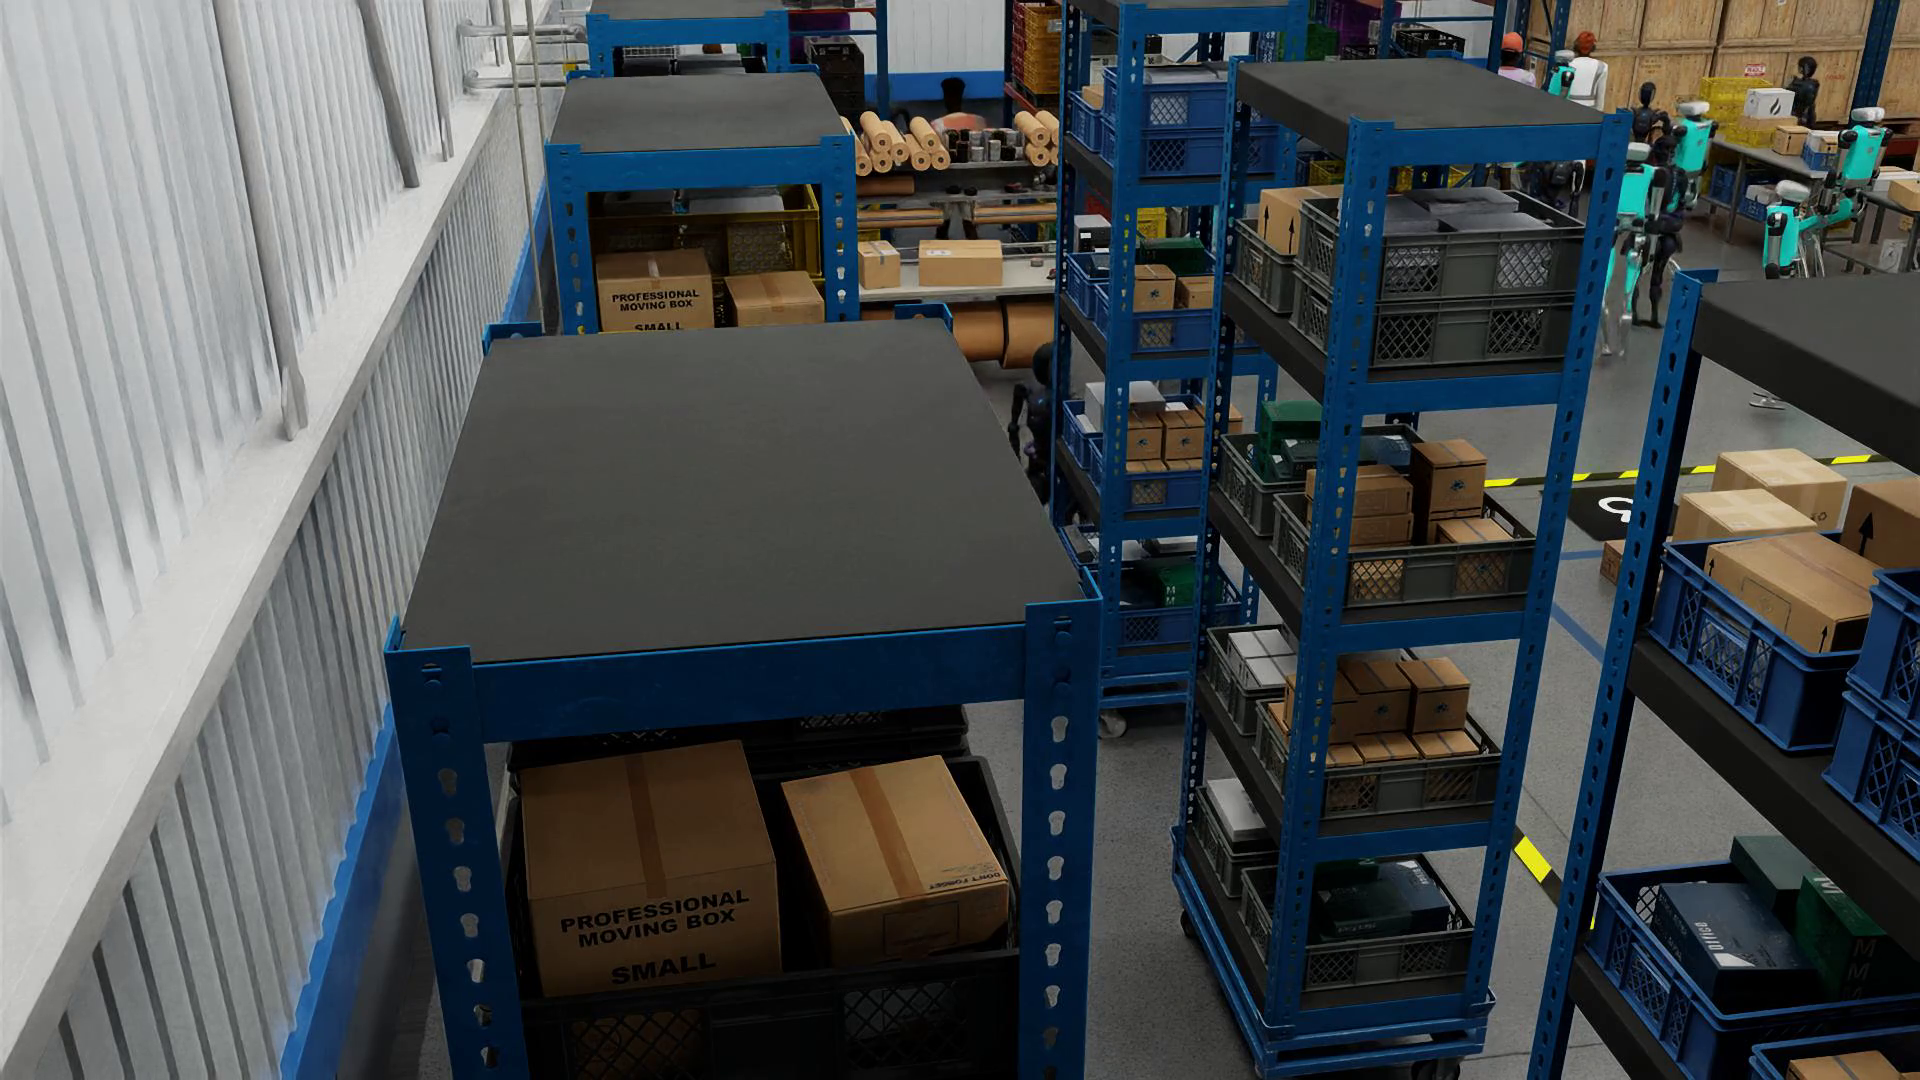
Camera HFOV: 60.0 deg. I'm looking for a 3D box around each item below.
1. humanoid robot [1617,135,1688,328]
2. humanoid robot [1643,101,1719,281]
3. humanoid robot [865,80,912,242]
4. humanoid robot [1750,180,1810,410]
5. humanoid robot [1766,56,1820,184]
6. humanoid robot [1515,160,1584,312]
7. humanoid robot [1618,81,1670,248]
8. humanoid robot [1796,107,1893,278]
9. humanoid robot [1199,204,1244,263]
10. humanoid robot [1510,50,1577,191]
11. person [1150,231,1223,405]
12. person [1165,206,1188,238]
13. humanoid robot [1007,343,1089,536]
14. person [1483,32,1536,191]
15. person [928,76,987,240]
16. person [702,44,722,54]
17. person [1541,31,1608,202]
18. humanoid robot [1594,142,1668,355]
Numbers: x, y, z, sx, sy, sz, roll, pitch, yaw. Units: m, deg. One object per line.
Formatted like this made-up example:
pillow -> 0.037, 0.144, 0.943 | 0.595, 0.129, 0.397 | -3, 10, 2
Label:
humanoid robot -> 6.035, -2.661, 14.405 | 0.609, 1.630, 0.419 | -9, 26, -19
humanoid robot -> 6.657, -3.294, 15.715 | 0.558, 1.735, 1.030 | -11, 27, -23
humanoid robot -> -0.731, -3.960, 17.297 | 0.611, 1.640, 0.700 | -3, 25, -7
humanoid robot -> 6.204, -1.770, 12.231 | 0.735, 1.676, 0.533 | 16, 29, 31
humanoid robot -> 9.283, -4.611, 18.657 | 0.616, 1.627, 0.524 | -11, 27, -22
humanoid robot -> 5.177, -2.844, 14.790 | 0.600, 1.643, 0.402 | -1, 25, -2
humanoid robot -> 6.962, -3.882, 17.102 | 0.590, 1.642, 0.736 | 9, 26, 20
humanoid robot -> 7.975, -3.159, 15.248 | 0.533, 1.677, 0.735 | -8, 26, -16
humanoid robot -> 2.435, -3.136, 15.429 | 0.538, 1.839, 0.746 | -1, 25, -3
humanoid robot -> 6.252, -4.470, 18.167 | 0.721, 1.714, 0.530 | 3, 25, 6
person -> 1.475, -1.096, 10.785 | 0.596, 1.852, 0.372 | -4, 25, -9
person -> 2.143, -3.649, 16.359 | 0.404, 1.833, 0.589 | 19, 31, 35
humanoid robot -> 0.483, -0.328, 9.349 | 0.599, 1.639, 0.657 | 18, 30, 34
person -> 5.665, -4.277, 17.476 | 0.612, 2.043, 0.371 | 6, 25, 13
person -> -0.030, -3.344, 15.566 | 0.611, 1.965, 0.538 | -8, 26, -16
person -> -2.683, -4.556, 18.322 | 0.636, 1.837, 0.429 | -20, 32, -37
person -> 6.910, -4.743, 18.683 | 0.570, 1.877, 0.338 | 5, 25, 10
humanoid robot -> 5.365, -2.281, 13.513 | 0.541, 1.783, 0.847 | 9, 26, 19
